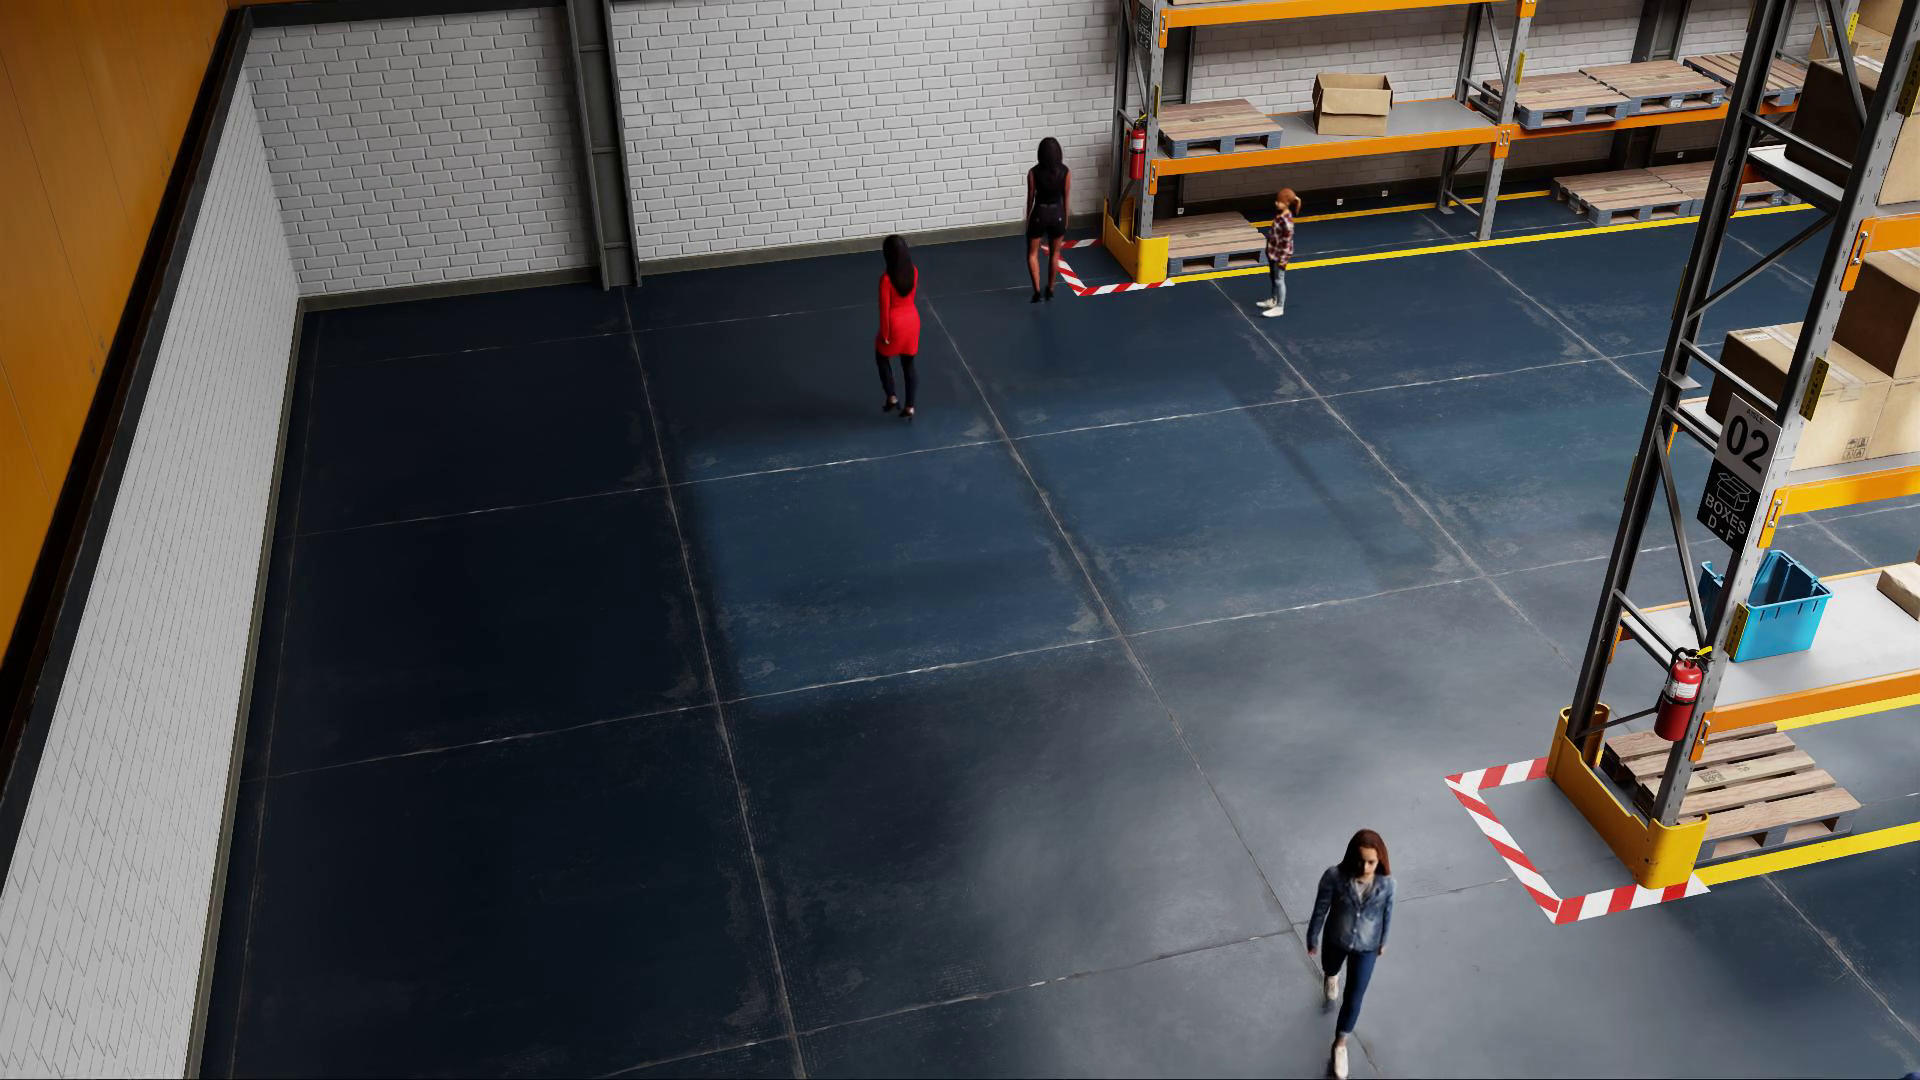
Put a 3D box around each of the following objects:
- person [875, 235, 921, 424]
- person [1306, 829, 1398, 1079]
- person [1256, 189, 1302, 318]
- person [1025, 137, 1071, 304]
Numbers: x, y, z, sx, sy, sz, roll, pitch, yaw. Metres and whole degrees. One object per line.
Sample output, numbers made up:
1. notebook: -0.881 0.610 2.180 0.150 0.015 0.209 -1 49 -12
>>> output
1. person: -0.466 -1.796 14.499 0.692 1.735 0.777 -24 40 -31
2. person: 2.084 2.090 8.906 1.013 1.454 0.915 6 34 9
3. person: 3.174 -2.860 16.488 0.542 1.305 0.554 -4 34 -6
4. person: 0.873 -3.142 16.524 0.774 1.736 0.702 -4 34 -7
